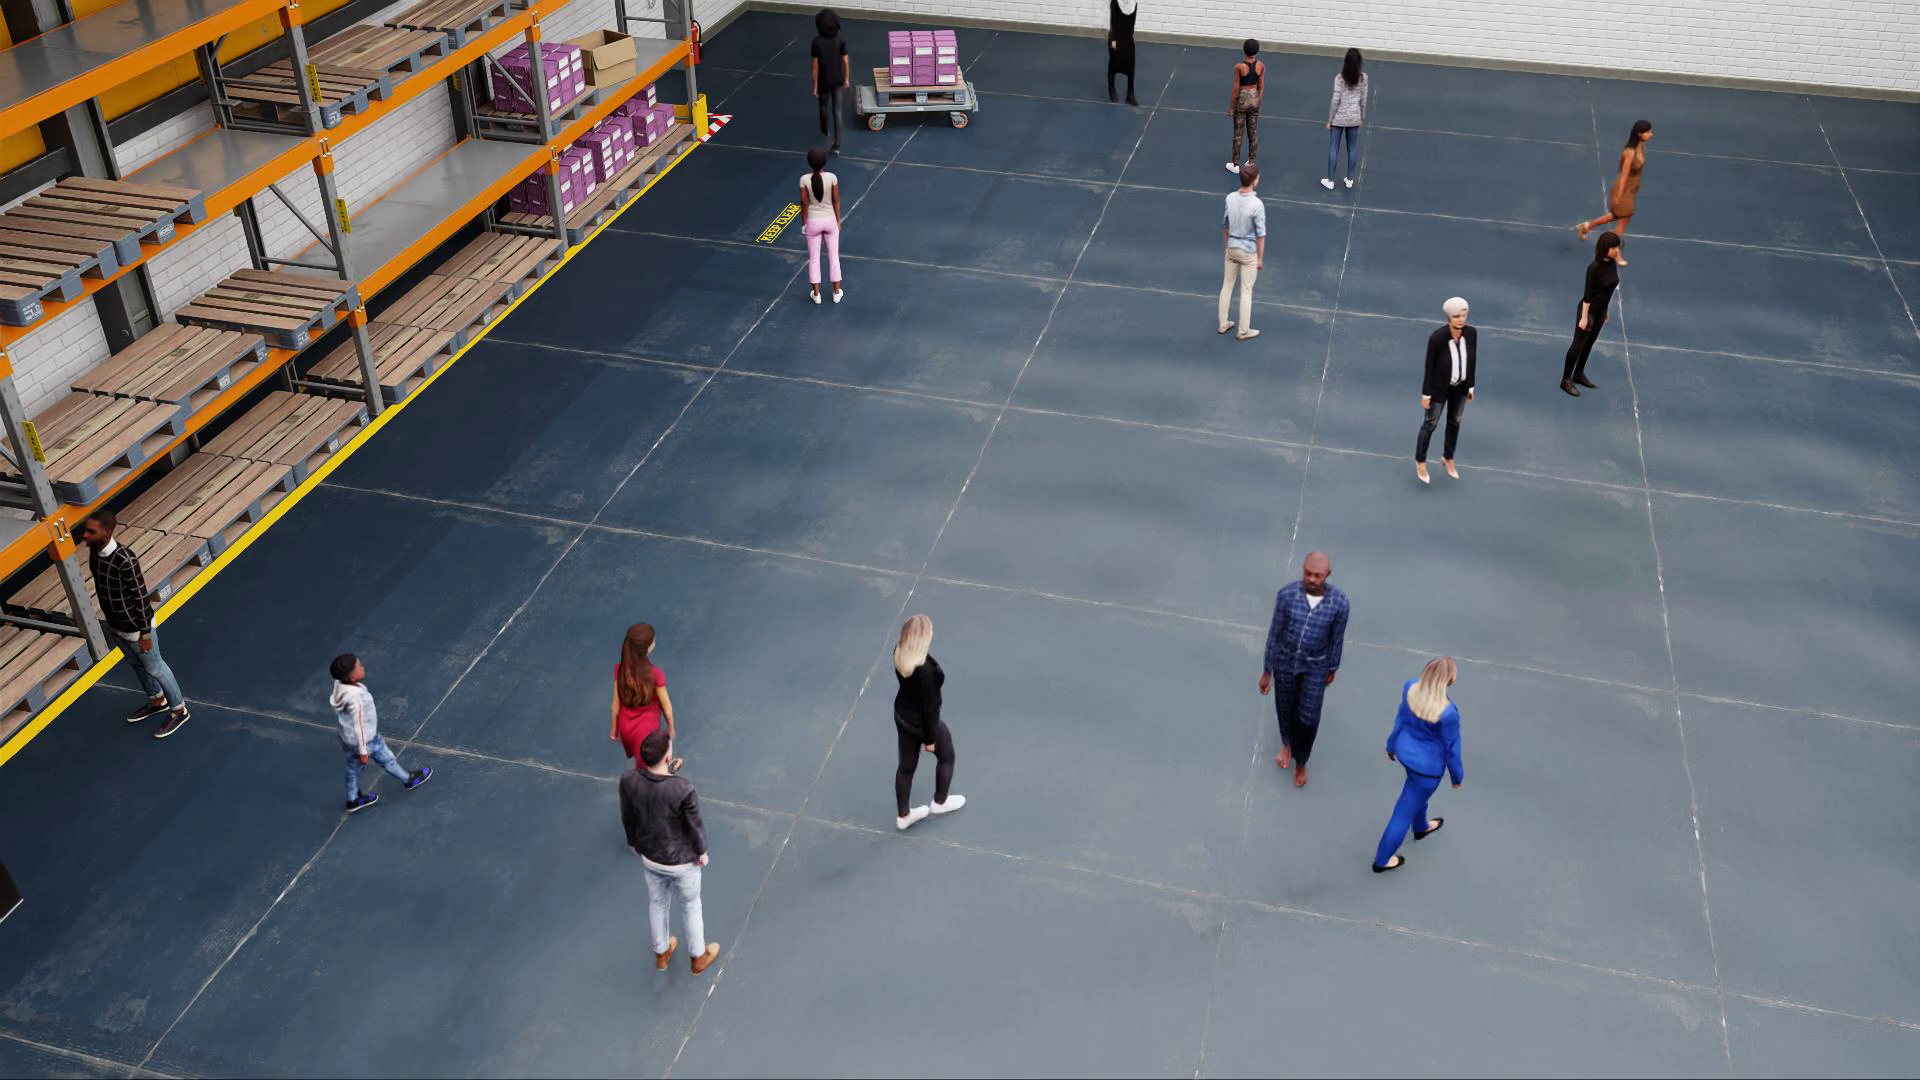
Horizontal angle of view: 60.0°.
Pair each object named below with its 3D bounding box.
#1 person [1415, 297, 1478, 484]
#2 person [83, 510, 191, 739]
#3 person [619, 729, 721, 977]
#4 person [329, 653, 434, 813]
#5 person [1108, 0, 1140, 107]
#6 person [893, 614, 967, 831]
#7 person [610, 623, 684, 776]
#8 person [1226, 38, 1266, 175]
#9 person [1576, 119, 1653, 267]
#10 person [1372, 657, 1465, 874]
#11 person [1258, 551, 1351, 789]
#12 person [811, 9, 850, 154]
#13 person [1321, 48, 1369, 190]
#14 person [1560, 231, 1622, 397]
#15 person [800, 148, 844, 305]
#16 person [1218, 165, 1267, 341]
[{"bbox_3d":[4.304,-1.322,14.531,0.824,1.780,0.747,-7,34,-10],"label":"person"},{"bbox_3d":[-5.871,0.563,11.800,0.725,1.821,0.677,21,39,28],"label":"person"},{"bbox_3d":[-1.726,1.856,9.840,0.648,1.836,0.512,8,34,12],"label":"person"},{"bbox_3d":[-4.095,1.327,11.182,0.893,1.233,0.773,-24,40,-32],"label":"person"},{"bbox_3d":[2.202,-6.991,23.226,0.903,1.753,1.016,-11,35,-16],"label":"person"},{"bbox_3d":[-0.352,1.240,10.917,0.914,1.671,0.851,-22,39,-29],"label":"person"},{"bbox_3d":[-2.134,1.293,10.976,0.616,1.516,1.096,8,34,12],"label":"person"},{"bbox_3d":[3.614,-5.494,21.023,0.656,1.699,0.662,-7,34,-11],"label":"person"},{"bbox_3d":[7.379,-3.912,18.667,0.832,1.672,0.921,23,40,31],"label":"person"},{"bbox_3d":[2.843,1.462,10.578,1.030,1.676,0.986,-16,37,-22],"label":"person"},{"bbox_3d":[2.357,0.801,11.458,0.688,1.803,0.740,12,35,17],"label":"person"},{"bbox_3d":[-1.664,-5.912,21.565,1.014,1.793,1.241,-7,34,-11],"label":"person"},{"bbox_3d":[4.769,-5.216,20.573,0.689,1.732,0.657,-5,34,-7],"label":"person"},{"bbox_3d":[6.135,-2.224,16.153,0.613,1.642,0.700,-23,40,-31],"label":"person"},{"bbox_3d":[-1.484,-3.365,17.782,0.645,1.740,0.629,-4,34,-5],"label":"person"},{"bbox_3d":[2.896,-2.961,17.077,0.731,1.848,0.726,28,43,35],"label":"person"}]
